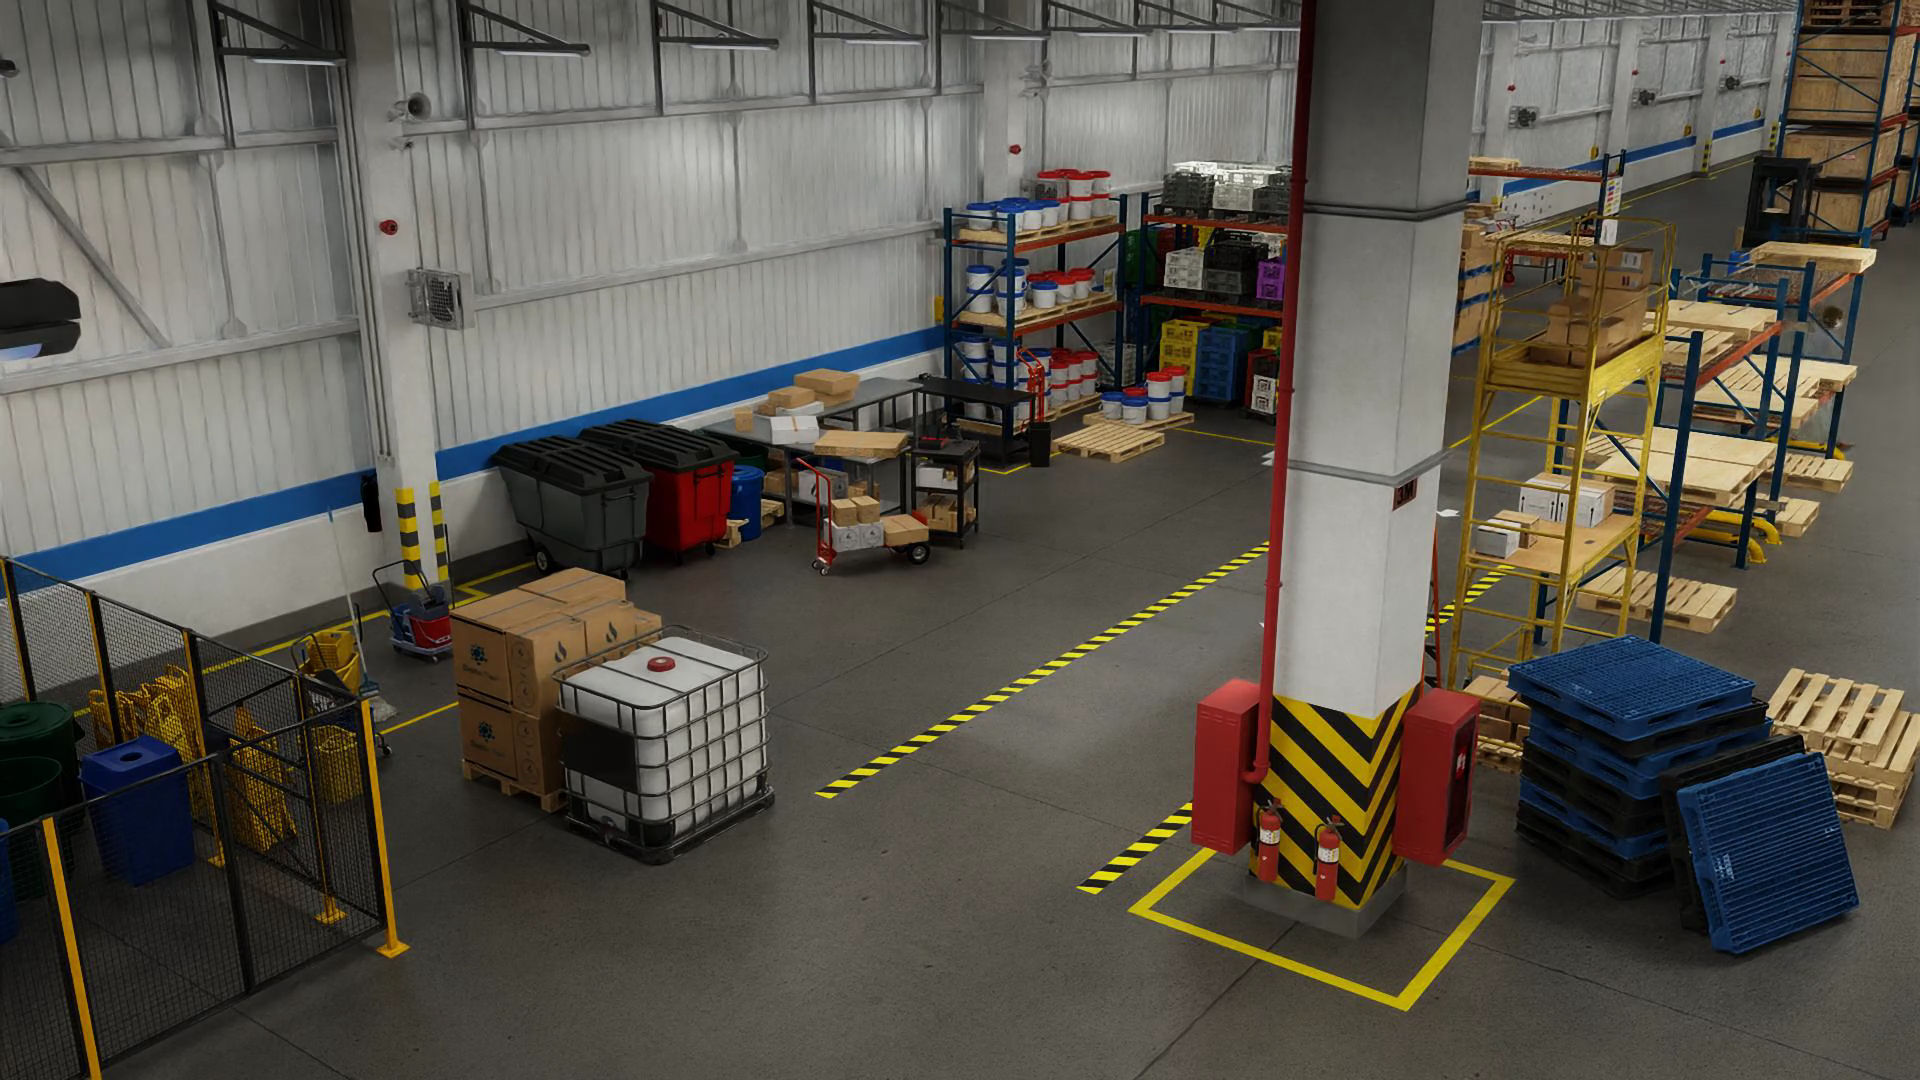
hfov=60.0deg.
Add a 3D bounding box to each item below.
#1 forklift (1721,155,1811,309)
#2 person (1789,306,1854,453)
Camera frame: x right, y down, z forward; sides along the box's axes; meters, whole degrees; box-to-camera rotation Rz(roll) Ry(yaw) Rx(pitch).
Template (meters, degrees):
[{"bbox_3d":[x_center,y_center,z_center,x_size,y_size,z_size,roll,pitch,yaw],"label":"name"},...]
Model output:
[{"bbox_3d":[15.416,-5.871,31.589,1.129,2.768,1.873,13,22,34],"label":"forklift"},{"bbox_3d":[11.237,-2.079,21.520,0.968,1.895,0.641,10,21,28],"label":"person"}]
